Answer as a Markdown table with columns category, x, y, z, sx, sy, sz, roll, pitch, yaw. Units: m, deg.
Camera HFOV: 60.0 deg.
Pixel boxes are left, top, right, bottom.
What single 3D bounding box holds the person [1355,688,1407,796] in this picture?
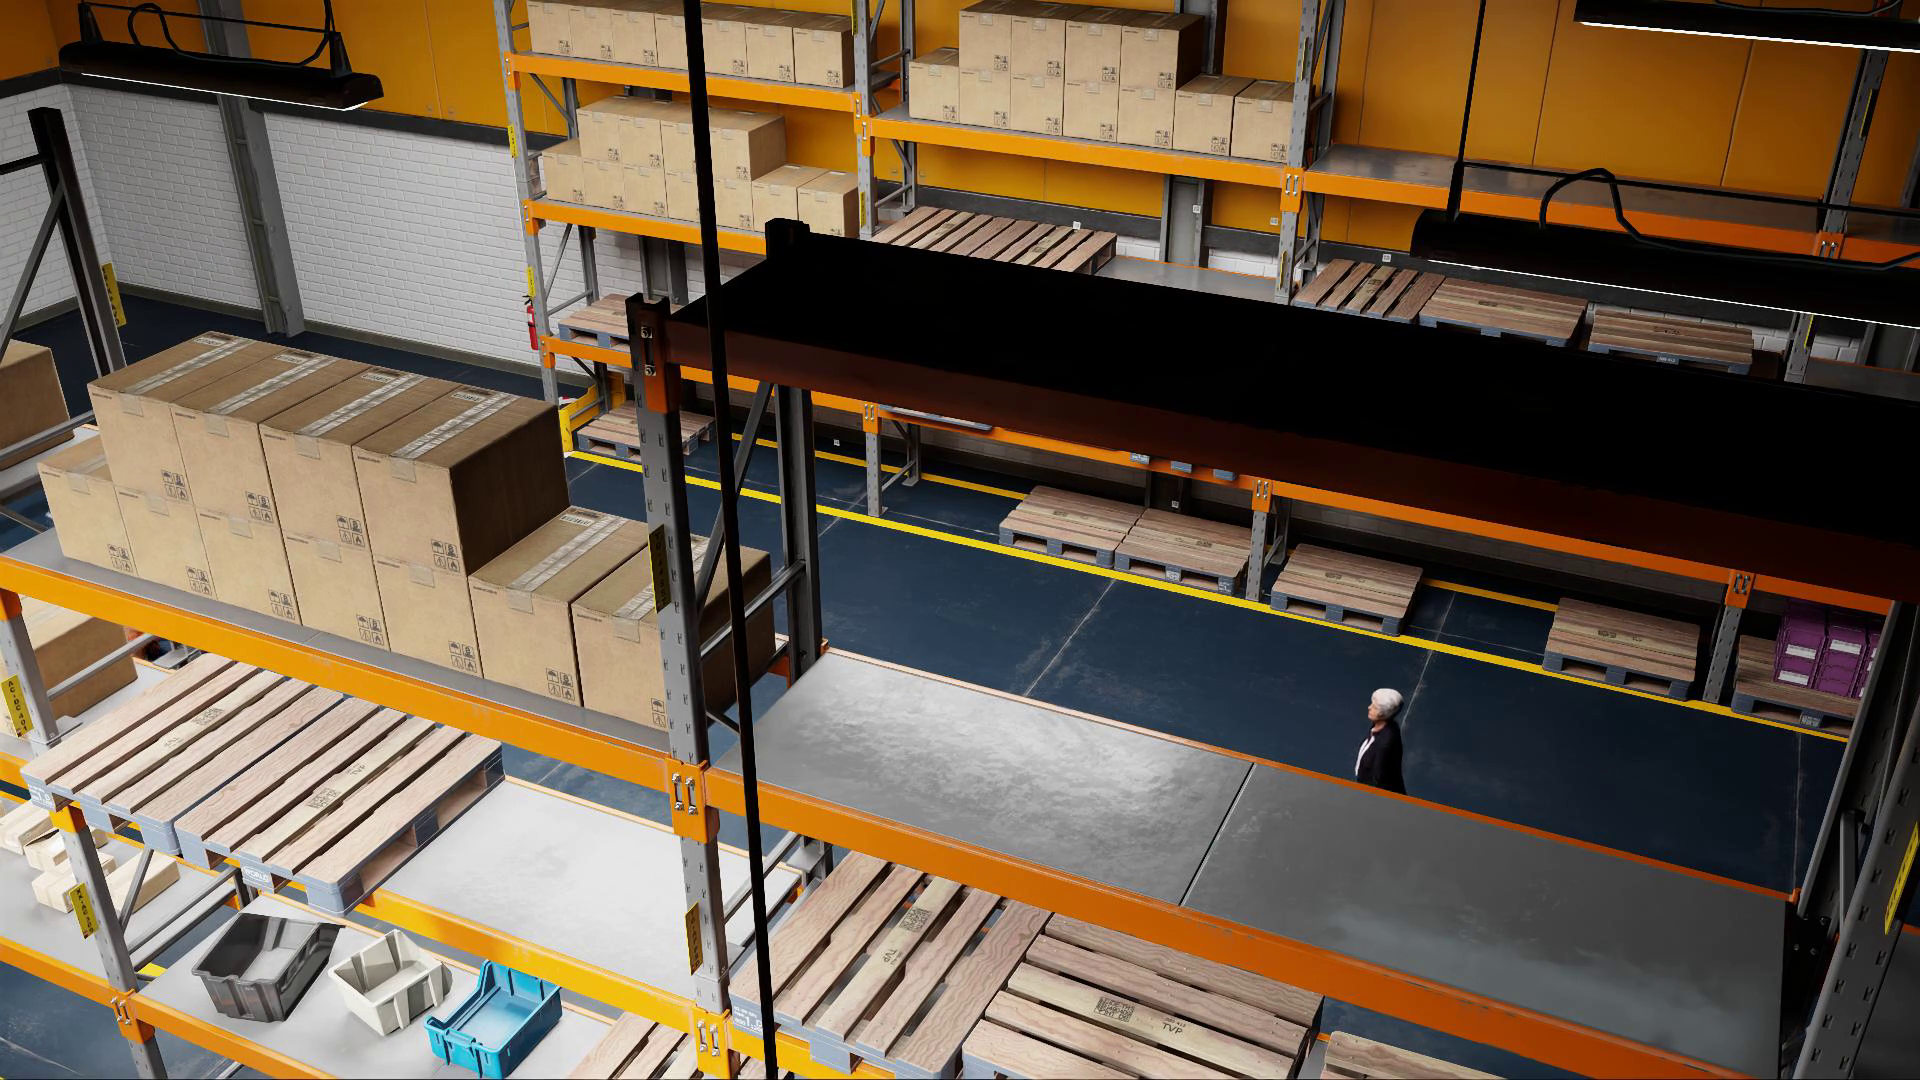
| category | x | y | z | sx | sy | sz | roll | pitch | yaw |
| --- | --- | --- | --- | --- | --- | --- | --- | --- | --- |
| person | 3.019 | 1.847 | 11.711 | 1.142 | 1.759 | 0.915 | 4 | 29 | 8 |
